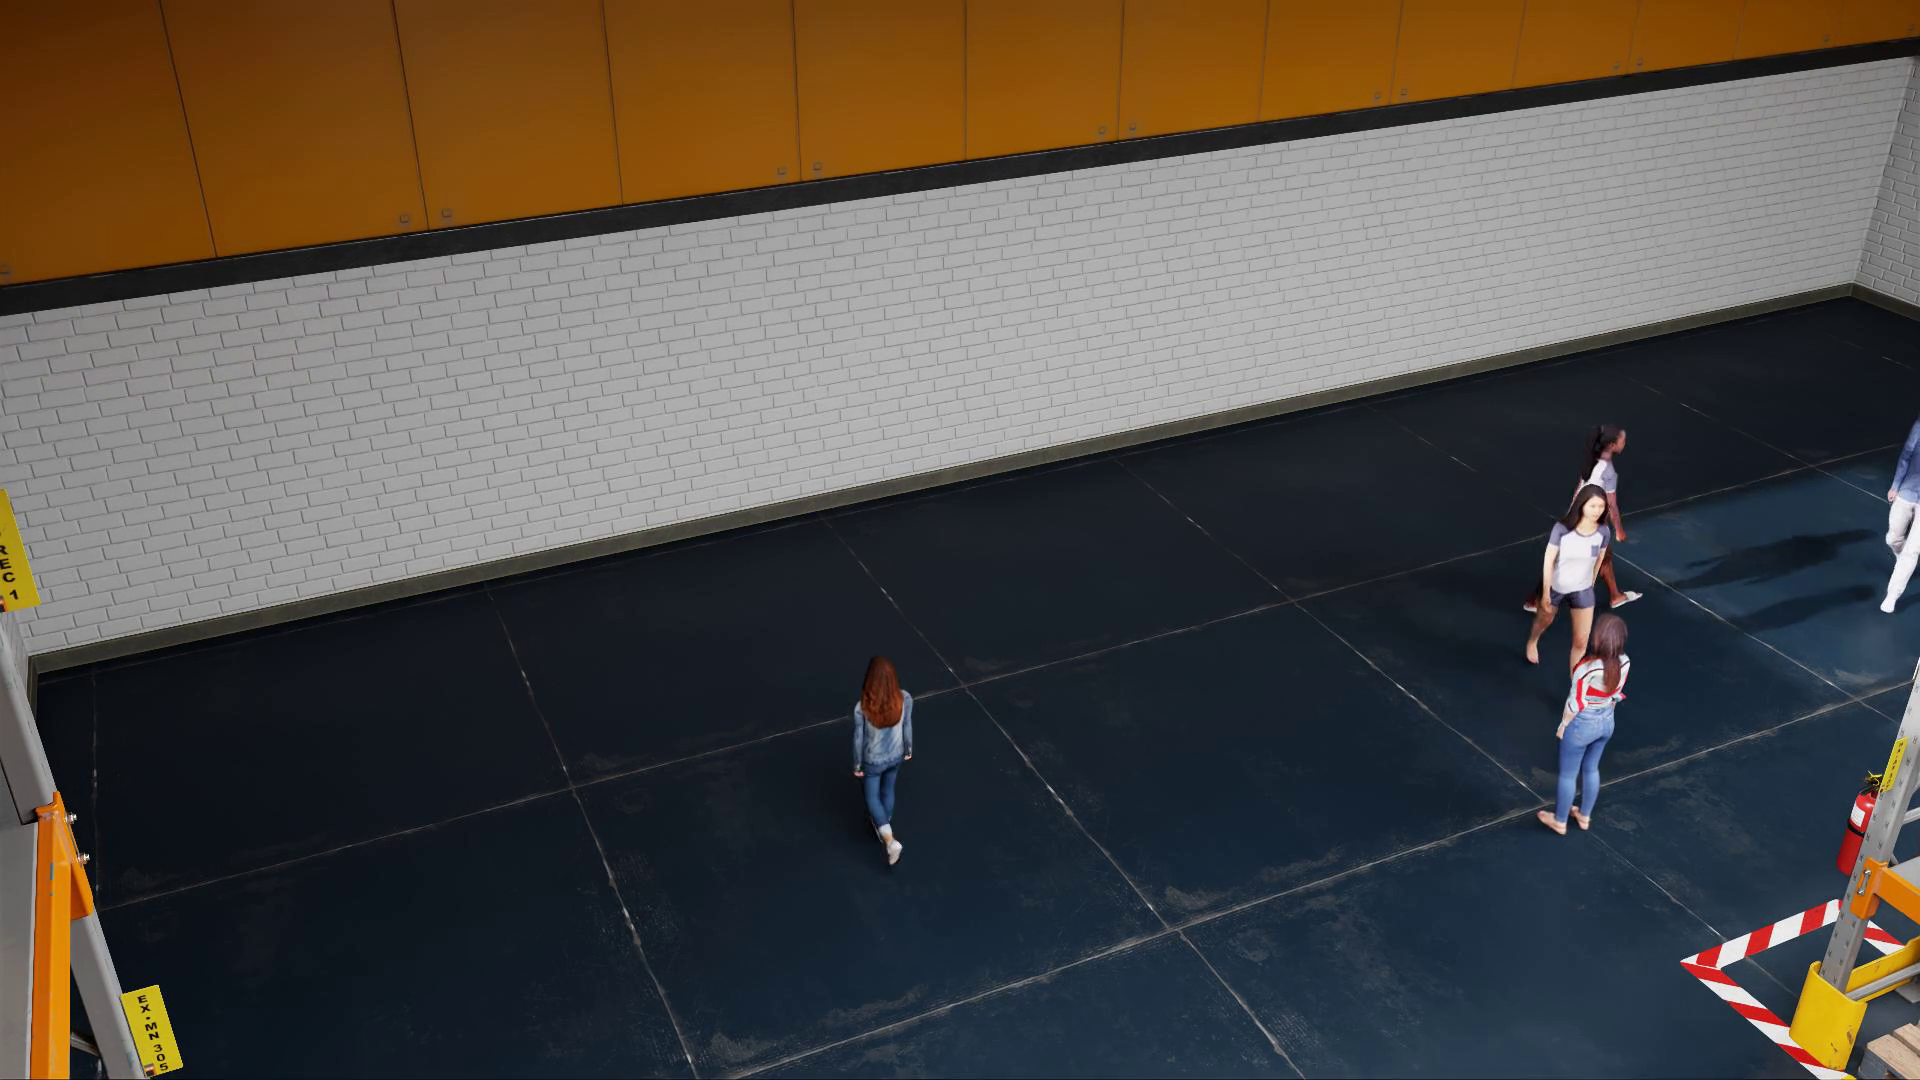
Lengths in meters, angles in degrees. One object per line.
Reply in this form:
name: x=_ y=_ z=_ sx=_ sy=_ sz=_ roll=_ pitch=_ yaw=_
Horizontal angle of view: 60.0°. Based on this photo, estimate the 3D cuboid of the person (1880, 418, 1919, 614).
person: x=7.771 y=-0.376 z=13.420 sx=1.151 sy=1.859 sz=1.000 roll=23 pitch=36 yaw=36

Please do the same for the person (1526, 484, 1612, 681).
person: x=4.477 y=0.326 z=12.340 sx=0.976 sy=1.660 sz=1.212 roll=2 pitch=29 yaw=3

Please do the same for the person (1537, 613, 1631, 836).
person: x=4.091 y=1.197 z=10.794 sx=0.587 sy=1.611 sz=0.491 roll=-12 pitch=31 yaw=-21

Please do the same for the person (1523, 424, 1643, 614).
person: x=4.859 y=-0.106 z=13.118 sx=1.046 sy=1.675 sz=1.189 roll=1 pitch=29 yaw=3

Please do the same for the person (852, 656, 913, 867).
person: x=-0.474 y=1.405 z=10.567 sx=0.564 sy=1.464 sz=0.821 roll=-12 pitch=31 yaw=-21
